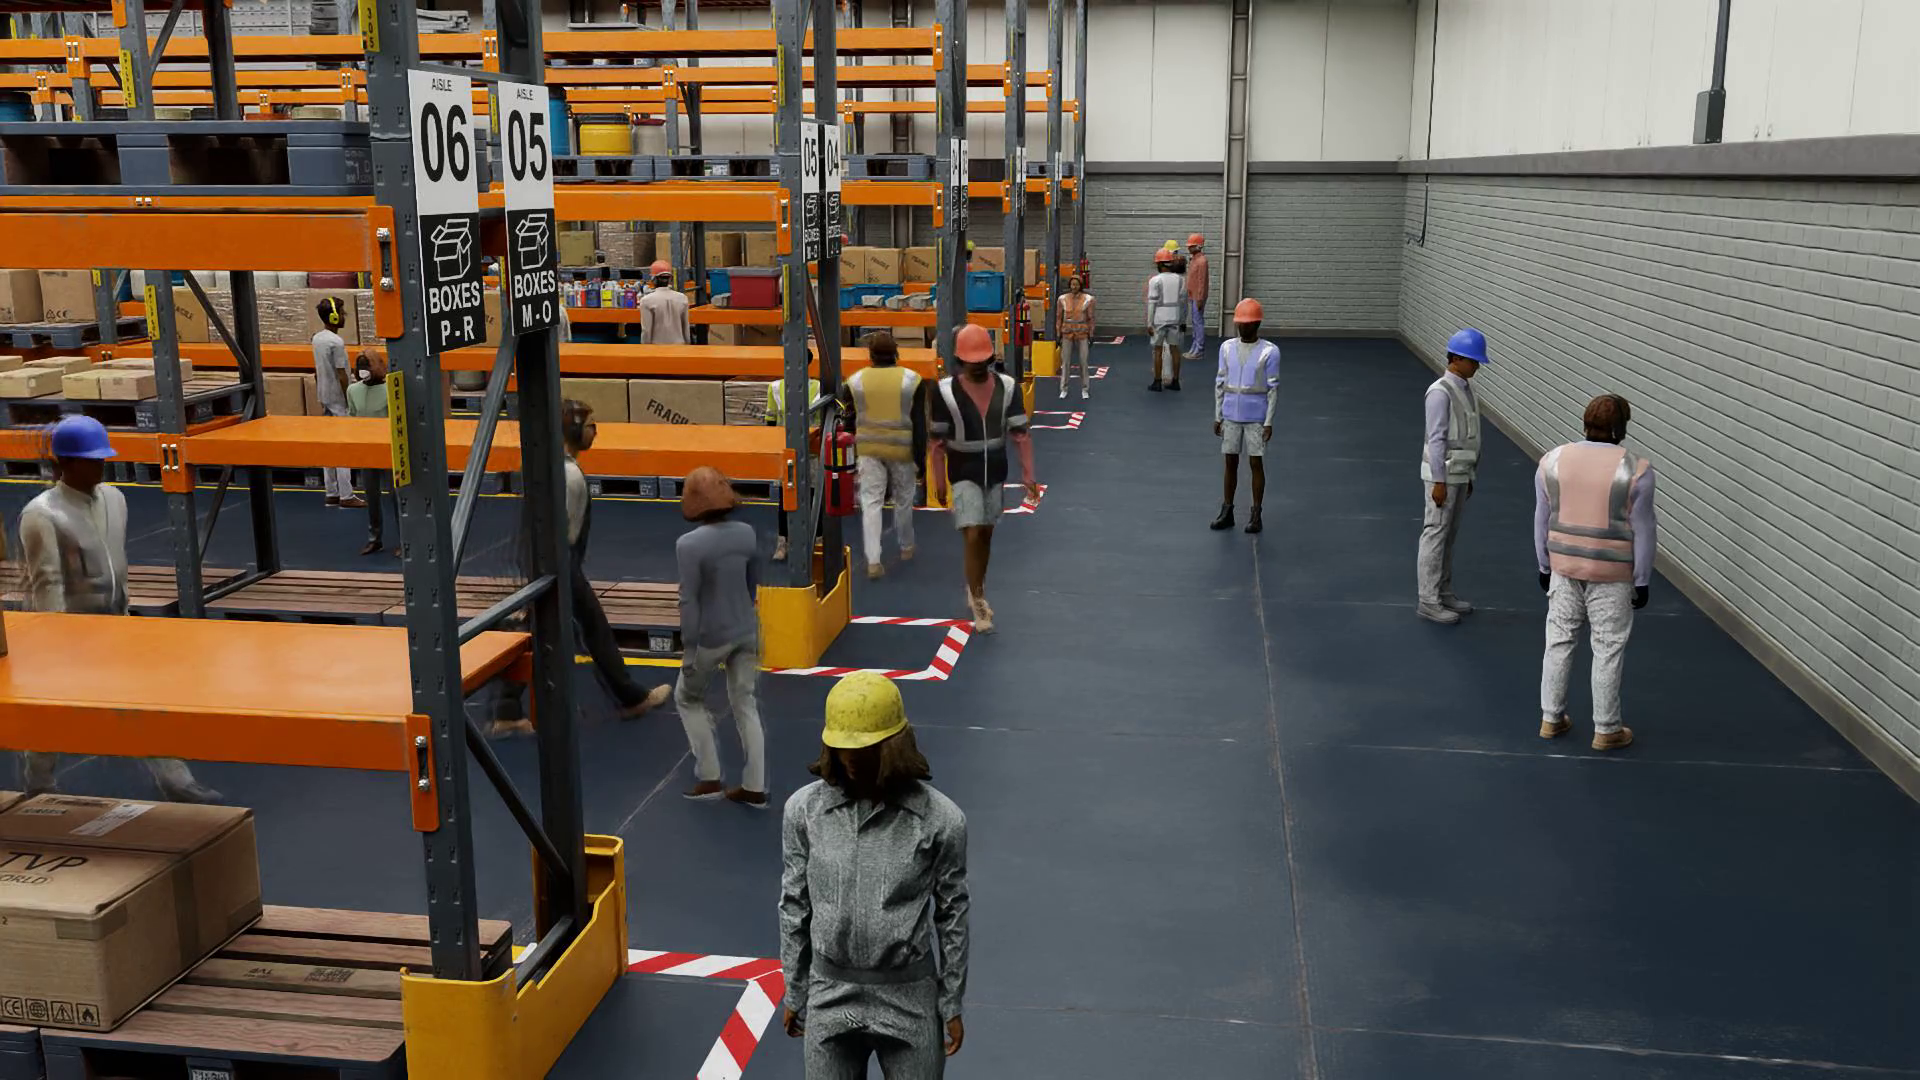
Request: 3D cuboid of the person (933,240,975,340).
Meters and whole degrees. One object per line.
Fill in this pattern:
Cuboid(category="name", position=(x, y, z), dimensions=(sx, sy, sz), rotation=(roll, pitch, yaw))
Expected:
Cuboid(category="person", position=(-0.101, -4.073, 27.738), dimensions=(1.056, 1.845, 0.595), rotation=(-3, 13, -12))

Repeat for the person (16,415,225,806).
Cuboid(category="person", position=(-3.938, 0.376, 7.528), dimensions=(1.023, 1.888, 0.632), rotation=(4, 13, 17))

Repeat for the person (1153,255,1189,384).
Cuboid(category="person", position=(2.991, -3.070, 23.237), dimensions=(0.447, 1.817, 0.637), rotation=(-2, 13, -8))

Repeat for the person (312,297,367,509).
Cuboid(category="person", position=(-5.504, -1.204, 14.725), dimensions=(0.550, 1.865, 0.335), rotation=(11, 17, 41))

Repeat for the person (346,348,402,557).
Cuboid(category="person", position=(-4.498, -0.674, 12.870), dimensions=(0.497, 1.625, 0.287), rotation=(3, 13, 14))

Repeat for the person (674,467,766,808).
Cuboid(category="person", position=(-1.140, 0.464, 7.748), dimensions=(0.525, 1.607, 0.565), rotation=(9, 16, 36))

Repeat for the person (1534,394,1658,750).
Cuboid(category="person", position=(3.278, 0.162, 8.595), dimensions=(0.626, 1.844, 0.429), rotation=(12, 17, 42))

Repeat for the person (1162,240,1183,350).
Cuboid(category="person", position=(3.528, -4.107, 27.881), dimensions=(0.403, 1.835, 0.586), rotation=(3, 13, 12))

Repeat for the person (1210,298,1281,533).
Cuboid(category="person", position=(2.351, -1.026, 13.738), dimensions=(0.544, 1.939, 0.353), rotation=(7, 14, 30))

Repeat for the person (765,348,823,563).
Cuboid(category="person", position=(-1.218, -0.662, 12.654), dimensions=(0.533, 1.692, 0.319), rotation=(1, 13, 3))

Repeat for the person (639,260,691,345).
Cuboid(category="person", position=(-3.273, -2.092, 18.421), dimensions=(0.613, 1.994, 0.395), rotation=(-10, 16, -39))

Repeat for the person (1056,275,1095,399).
Cuboid(category="person", position=(1.517, -2.662, 21.829), dimensions=(0.513, 1.630, 0.318), rotation=(3, 13, 13))

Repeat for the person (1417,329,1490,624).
Cuboid(category="person", position=(3.265, -0.430, 11.049), dimensions=(0.400, 1.938, 0.602), rotation=(8, 15, 33))

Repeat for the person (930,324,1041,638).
Cuboid(category="person", position=(0.161, -0.386, 10.719), dimensions=(0.643, 1.984, 0.949), rotation=(-4, 13, -18))

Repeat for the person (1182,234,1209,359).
Cuboid(category="person", position=(3.757, -3.878, 26.513), dimensions=(0.406, 1.986, 0.613), rotation=(-1, 13, -5))

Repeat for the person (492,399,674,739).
Cuboid(category="person", position=(-2.053, 0.149, 8.775), dimensions=(1.003, 1.783, 0.529), rotation=(-7, 14, -30))

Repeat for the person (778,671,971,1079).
Cuboid(category="person", position=(-0.225, 1.172, 4.258), dimensions=(0.494, 1.743, 0.308), rotation=(2, 13, 10))

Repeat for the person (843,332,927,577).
Cuboid(category="person", position=(-0.553, -0.652, 12.408), dimensions=(0.635, 1.786, 0.981), rotation=(1, 13, 5))

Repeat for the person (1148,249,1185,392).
Cuboid(category="person", position=(2.768, -2.979, 22.583), dimensions=(0.548, 1.929, 0.388), rotation=(-5, 14, -22))
